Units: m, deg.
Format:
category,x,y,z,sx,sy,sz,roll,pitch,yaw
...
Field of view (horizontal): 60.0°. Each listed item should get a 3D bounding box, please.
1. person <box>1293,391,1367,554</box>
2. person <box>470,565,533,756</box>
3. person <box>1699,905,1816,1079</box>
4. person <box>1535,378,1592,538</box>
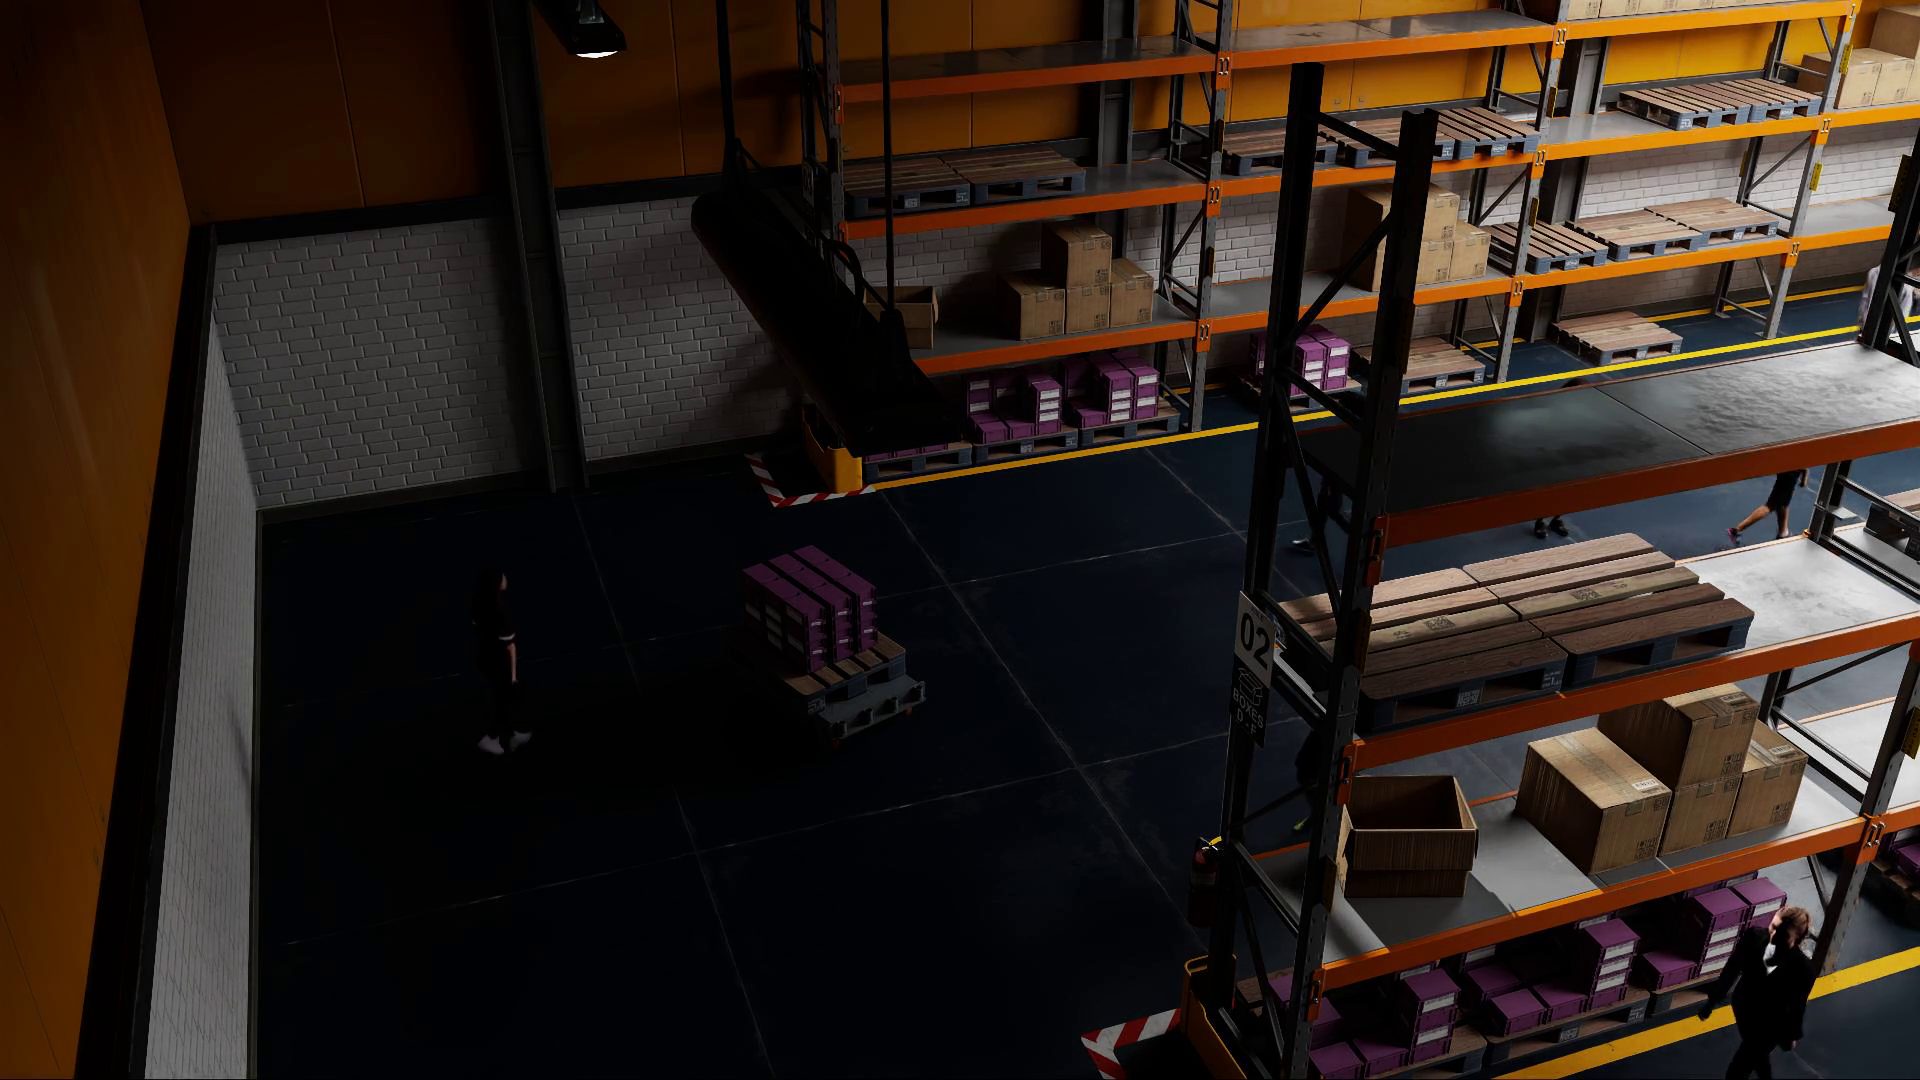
category,x,y,z,sx,sy,sz,roll,pitch,yaw
person,3.568,-0.548,15.373,1.081,1.703,1.123,18,34,30
person,-3.578,0.971,12.665,0.813,1.628,0.895,18,33,30
person,4.586,2.713,9.447,1.070,1.652,0.646,-11,31,-19
person,5.797,-0.802,15.930,0.567,1.614,0.689,-5,29,-10
